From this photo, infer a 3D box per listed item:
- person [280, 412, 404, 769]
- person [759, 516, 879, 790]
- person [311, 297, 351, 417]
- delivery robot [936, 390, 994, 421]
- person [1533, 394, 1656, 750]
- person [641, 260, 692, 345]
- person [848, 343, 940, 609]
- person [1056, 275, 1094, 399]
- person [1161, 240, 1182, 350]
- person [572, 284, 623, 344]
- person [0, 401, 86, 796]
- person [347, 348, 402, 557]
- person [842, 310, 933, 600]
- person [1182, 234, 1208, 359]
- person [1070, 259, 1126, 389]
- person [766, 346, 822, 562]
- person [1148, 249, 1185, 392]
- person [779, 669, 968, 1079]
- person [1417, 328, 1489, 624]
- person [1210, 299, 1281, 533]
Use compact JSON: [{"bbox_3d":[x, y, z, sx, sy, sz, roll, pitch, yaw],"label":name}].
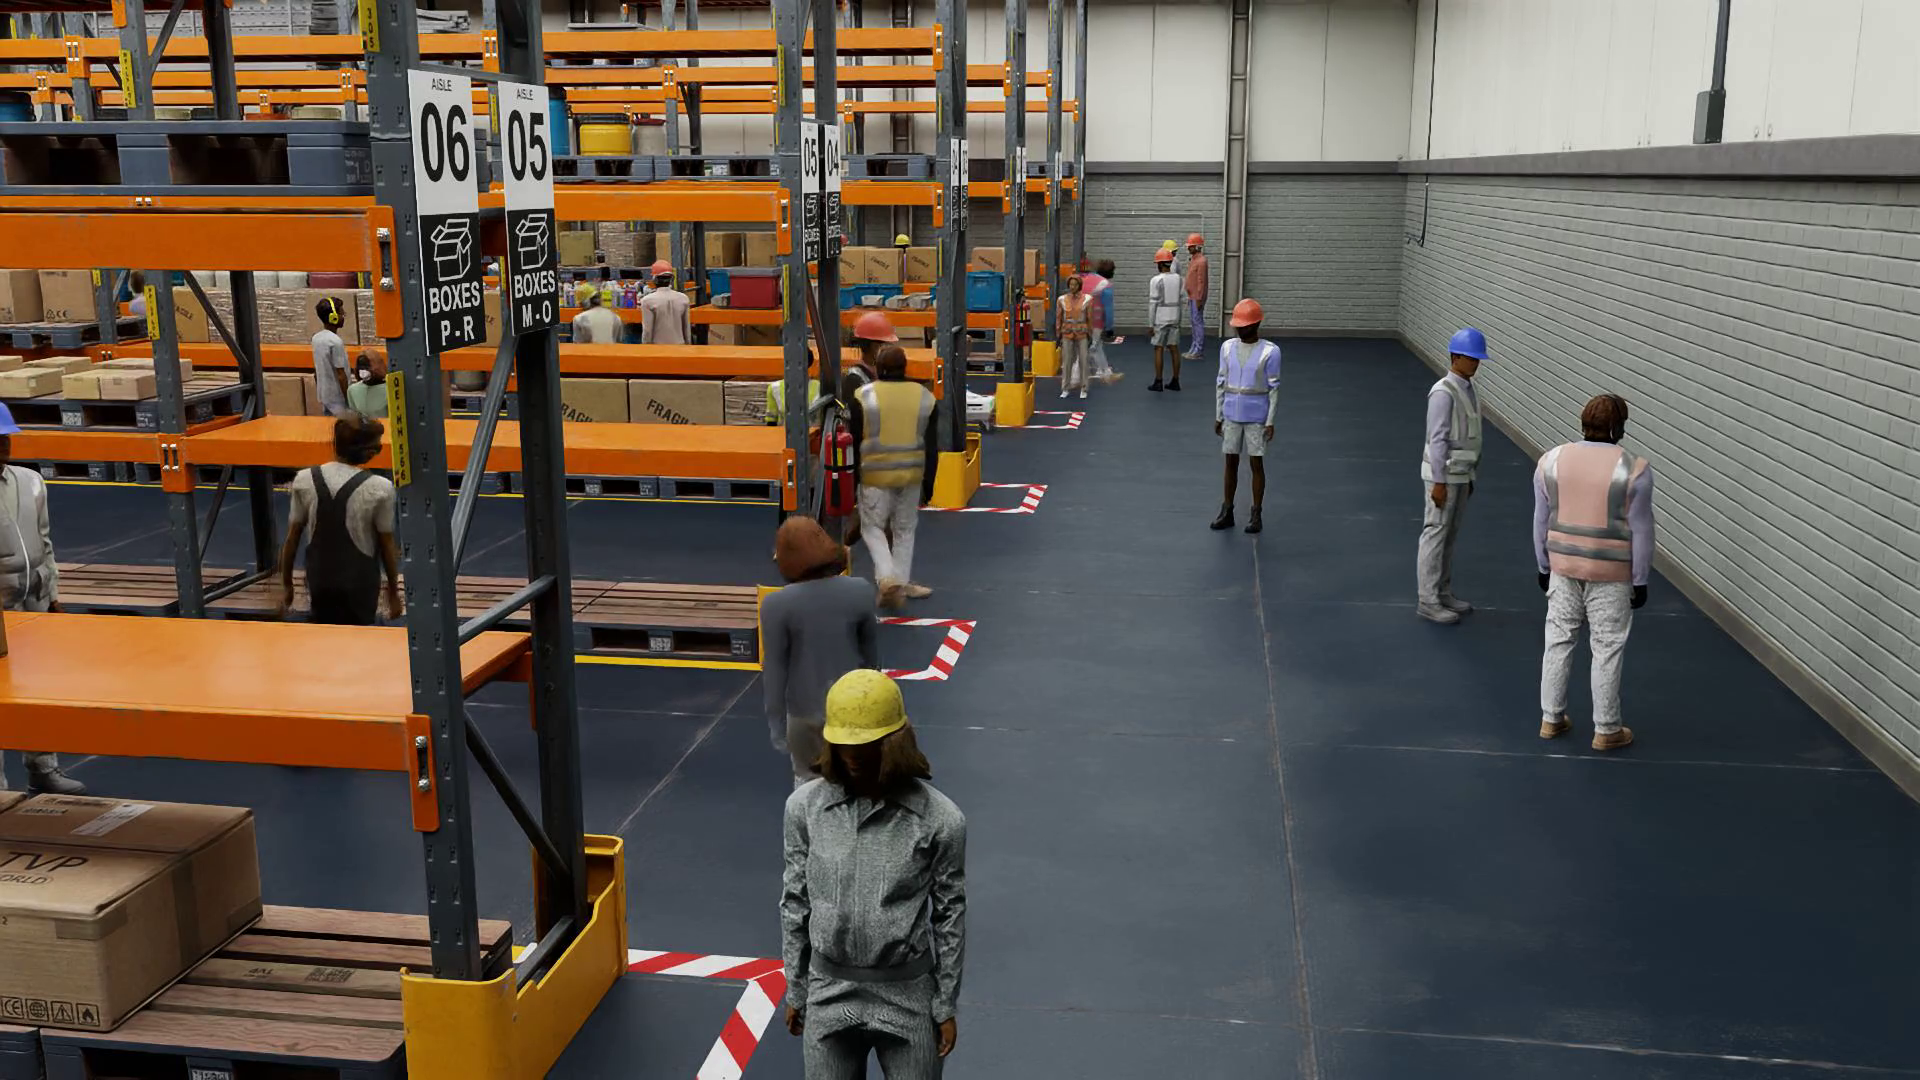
[{"bbox_3d":[-3.076,0.254,8.285,0.637,1.802,0.406,1,13,6],"label":"person"},{"bbox_3d":[-0.572,0.674,6.873,0.515,1.577,0.880,-4,13,-16],"label":"person"},{"bbox_3d":[-5.499,-1.207,14.712,0.508,1.872,0.328,11,17,41],"label":"person"},{"bbox_3d":[0.029,-1.529,18.943,0.707,0.478,0.477,-1,13,-3],"label":"delivery robot"},{"bbox_3d":[3.272,0.161,8.599,0.624,1.844,0.429,12,17,42],"label":"person"},{"bbox_3d":[-3.265,-2.094,18.427,0.625,1.992,0.389,-11,17,-40],"label":"person"},{"bbox_3d":[-0.438,-0.401,11.202,0.644,1.820,0.552,-4,13,-18],"label":"person"},{"bbox_3d":[1.507,-2.664,21.837,0.508,1.629,0.317,3,13,12],"label":"person"},{"bbox_3d":[3.514,-4.106,27.883,0.403,1.830,0.600,3,13,11],"label":"person"},{"bbox_3d":[-3.912,-1.868,17.949,0.650,1.759,0.929,-9,15,-35],"label":"person"},{"bbox_3d":[-4.418,0.308,7.685,0.384,1.951,0.605,4,13,19],"label":"person"},{"bbox_3d":[-4.495,-0.674,12.869,0.497,1.625,0.287,3,13,15],"label":"person"},{"bbox_3d":[-0.608,-0.597,11.621,0.863,2.016,0.622,3,13,15],"label":"person"},{"bbox_3d":[3.749,-3.878,26.514,0.405,1.986,0.612,-1,13,-5],"label":"person"},{"bbox_3d":[1.882,-2.962,22.876,0.922,1.778,0.664,-6,14,-25],"label":"person"},{"bbox_3d":[-1.210,-0.666,12.652,0.536,1.699,0.322,1,13,4],"label":"person"},{"bbox_3d":[2.773,-2.980,22.592,0.549,1.929,0.386,-6,14,-27],"label":"person"},{"bbox_3d":[-0.228,1.169,4.271,0.488,1.744,0.296,2,13,10],"label":"person"},{"bbox_3d":[3.274,-0.435,11.055,0.402,1.944,0.605,9,15,34],"label":"person"},{"bbox_3d":[2.350,-1.018,13.724,0.542,1.928,0.374,8,15,31],"label":"person"}]
